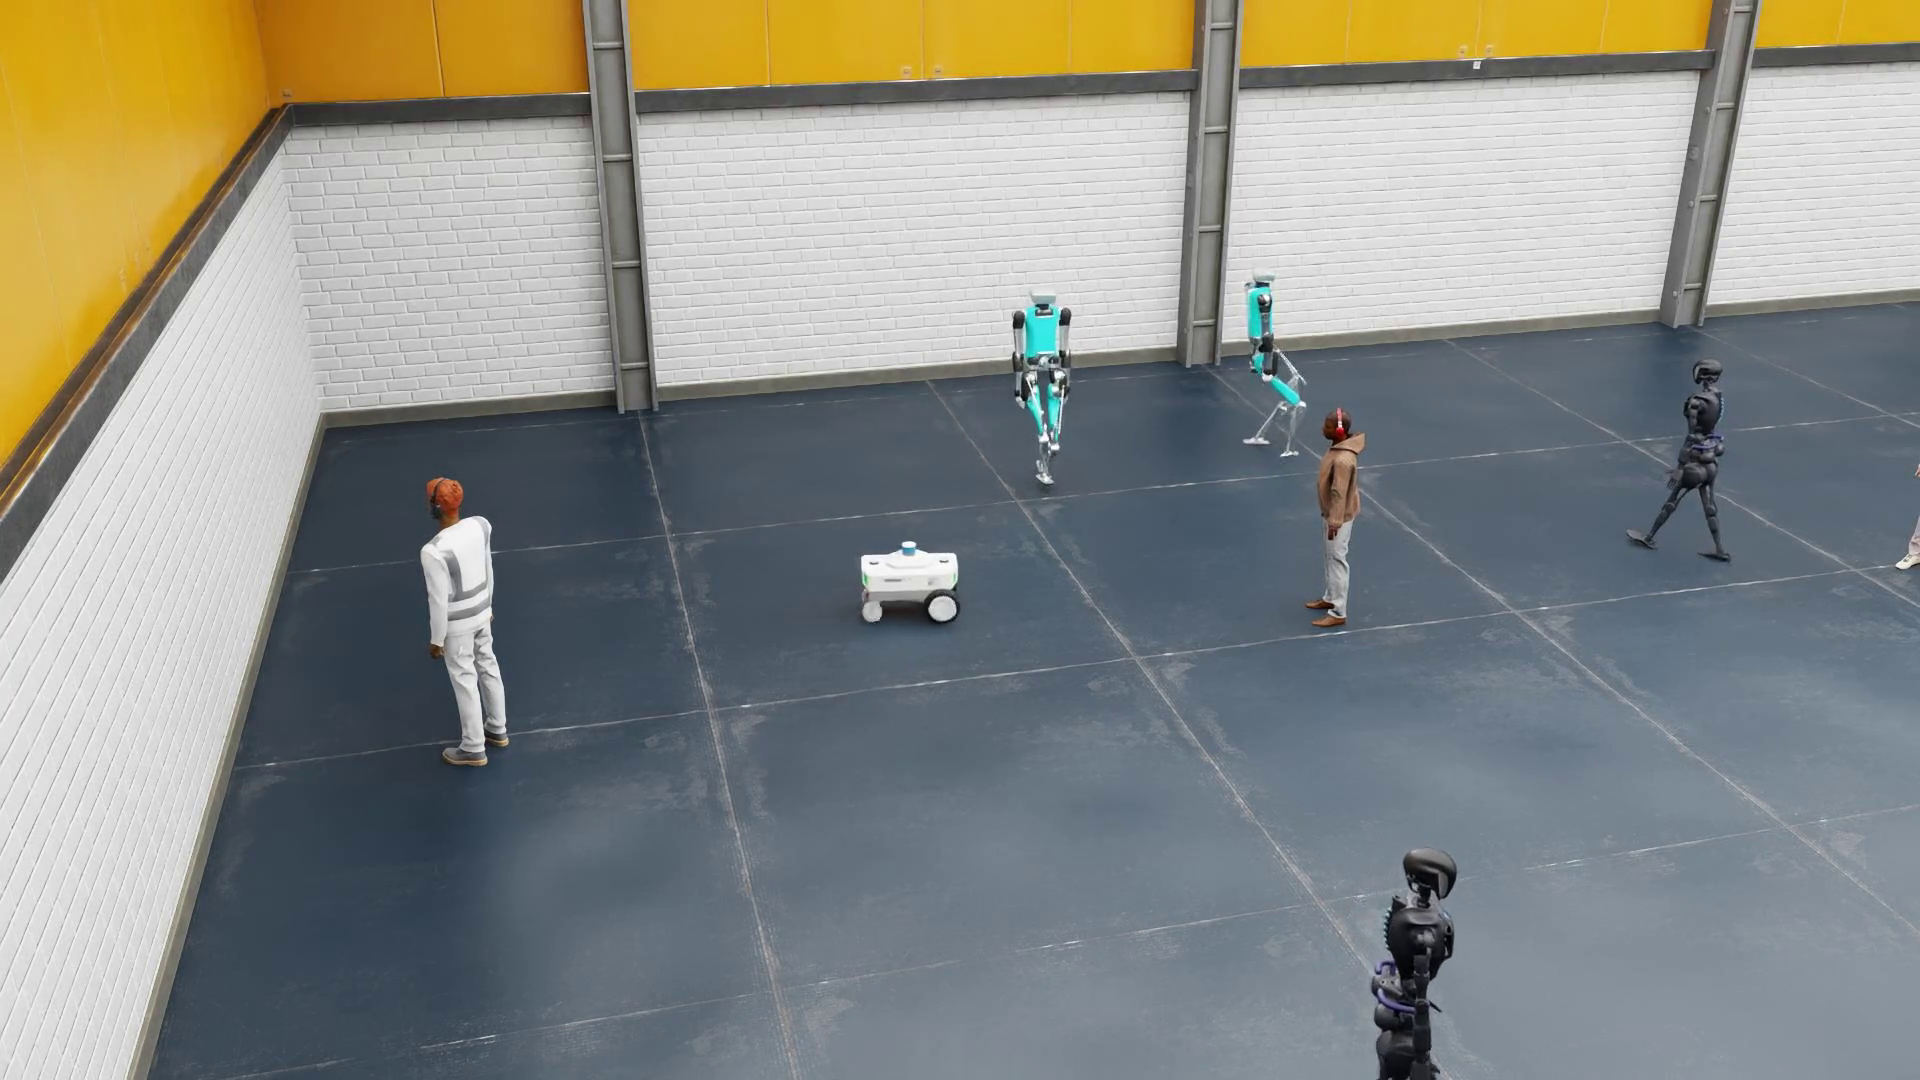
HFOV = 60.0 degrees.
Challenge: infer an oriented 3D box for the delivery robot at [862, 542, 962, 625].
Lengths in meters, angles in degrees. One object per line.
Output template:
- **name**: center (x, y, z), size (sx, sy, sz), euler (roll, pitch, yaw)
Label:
- **delivery robot**: center (-0.366, 0.296, 12.311), size (0.769, 0.577, 0.499), euler (-2, 24, -4)

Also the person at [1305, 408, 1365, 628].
- **person**: center (2.723, -0.169, 12.037), size (0.314, 1.644, 0.460), euler (2, 24, 4)

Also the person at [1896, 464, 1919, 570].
- **person**: center (7.618, -0.537, 12.722), size (0.325, 1.766, 0.532), euler (-21, 32, -40)

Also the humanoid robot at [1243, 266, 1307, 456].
- **humanoid robot**: center (2.955, -1.636, 15.263), size (0.783, 1.788, 0.538), euler (-3, 24, -6)

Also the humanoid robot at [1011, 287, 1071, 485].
- **humanoid robot**: center (0.766, -1.257, 14.411), size (0.537, 1.769, 0.906), euler (-7, 25, -15)

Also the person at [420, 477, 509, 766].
- **person**: center (-3.063, 0.499, 10.227), size (0.356, 1.882, 0.574), euler (9, 25, 19)

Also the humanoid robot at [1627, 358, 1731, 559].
- **humanoid robot**: center (5.812, -0.650, 13.139), size (0.778, 1.620, 0.593), euler (20, 31, 38)

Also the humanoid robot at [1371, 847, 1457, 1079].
- **humanoid robot**: center (1.957, 2.027, 7.023), size (0.654, 1.639, 0.588), euler (4, 24, 8)
